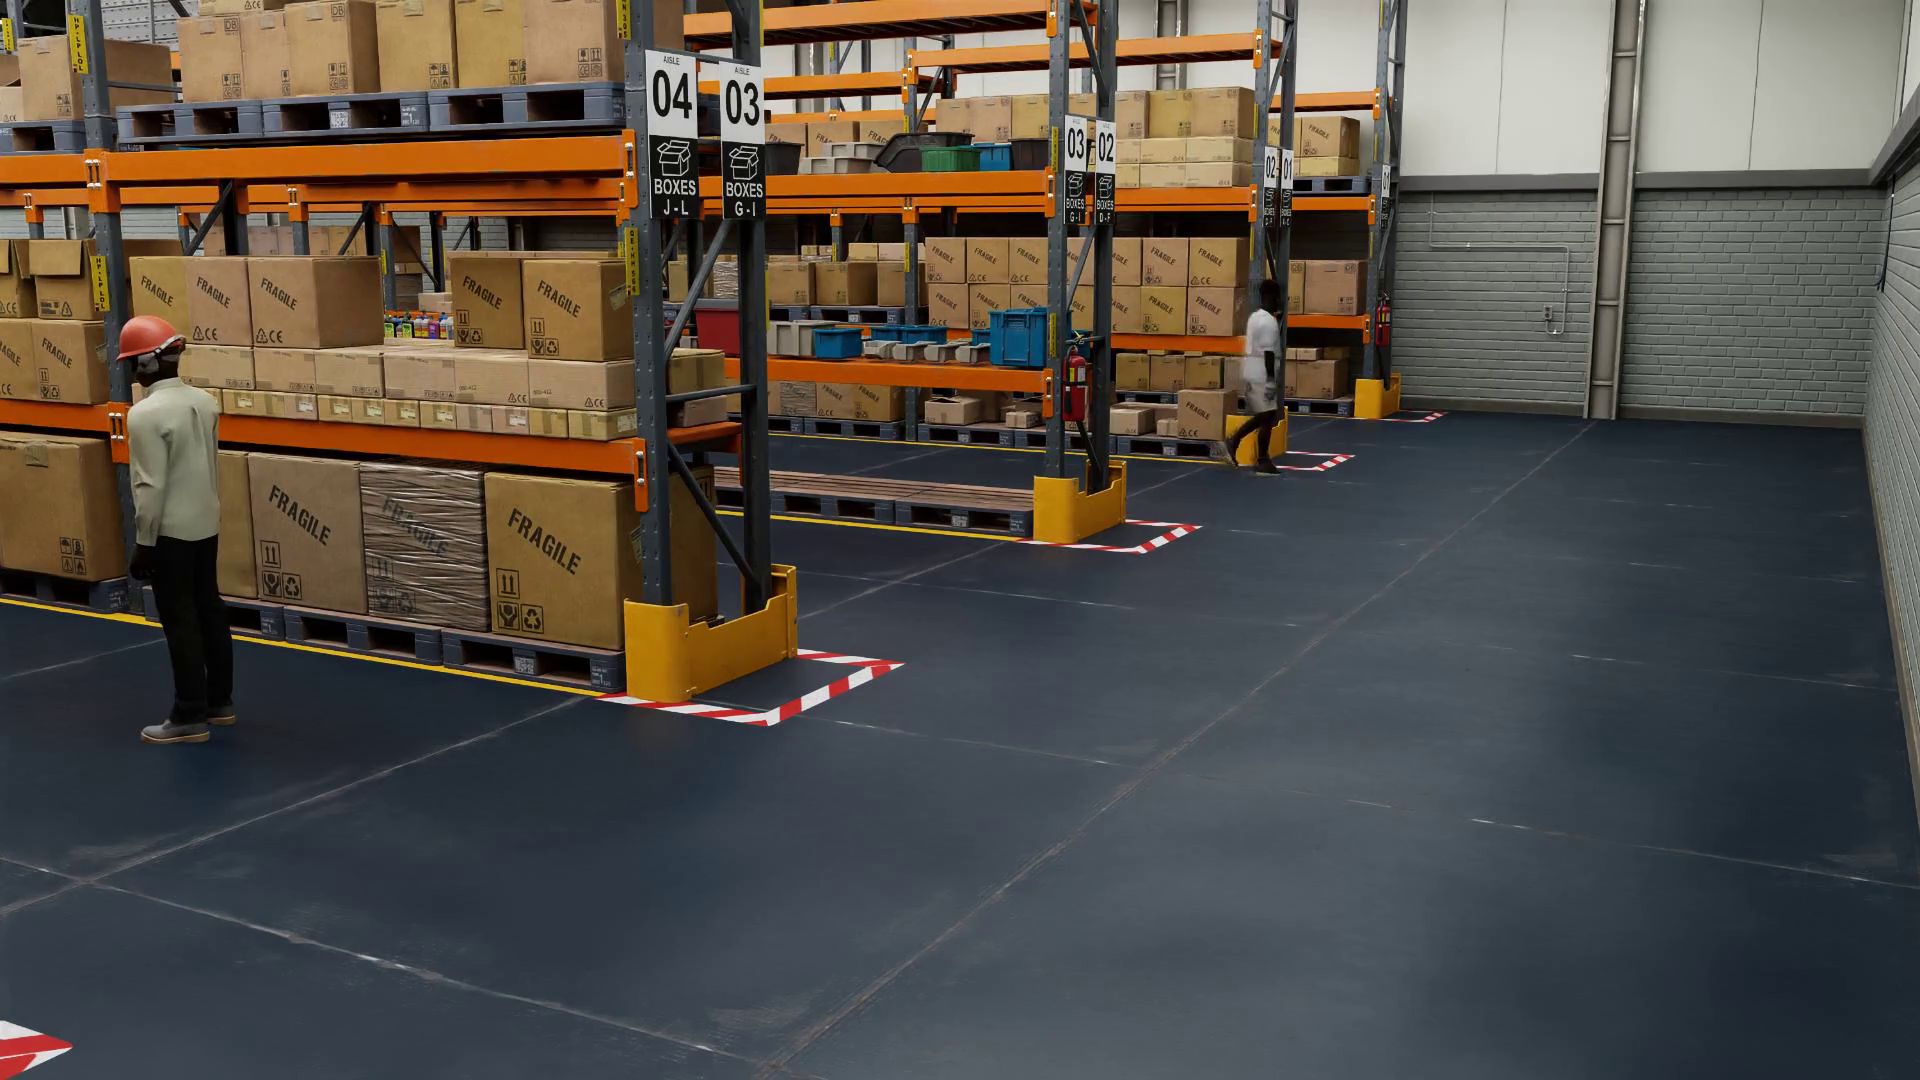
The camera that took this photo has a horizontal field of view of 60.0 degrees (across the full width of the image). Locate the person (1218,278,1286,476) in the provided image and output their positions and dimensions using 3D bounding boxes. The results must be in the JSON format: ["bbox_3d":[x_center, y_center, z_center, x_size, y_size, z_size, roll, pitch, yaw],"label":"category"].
[{"bbox_3d":[2.890,-1.597,16.351,0.604,1.931,0.681,-1,10,-4],"label":"person"}]

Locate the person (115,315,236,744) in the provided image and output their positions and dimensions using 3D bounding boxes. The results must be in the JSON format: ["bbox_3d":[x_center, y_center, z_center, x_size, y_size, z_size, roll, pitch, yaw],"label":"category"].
[{"bbox_3d":[-3.659,-0.046,7.745,0.390,1.986,0.609,1,10,5],"label":"person"}]
